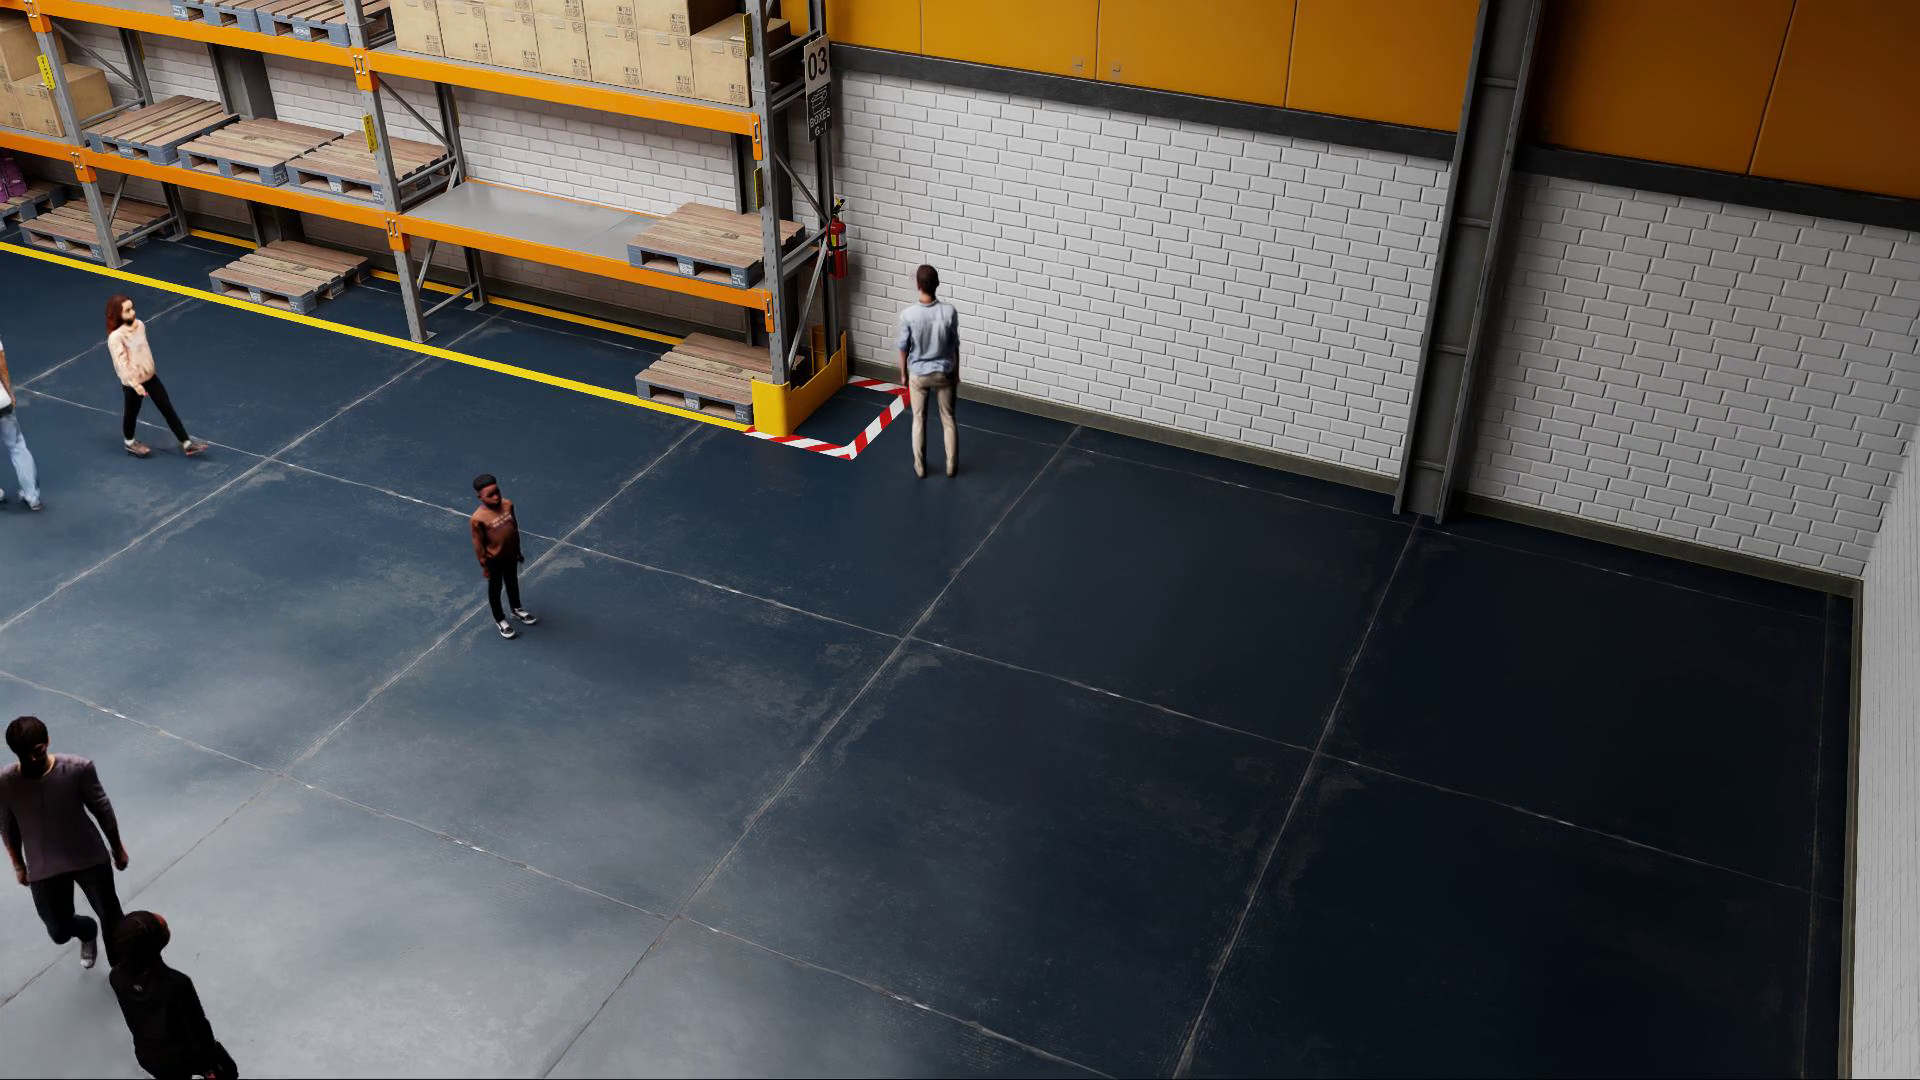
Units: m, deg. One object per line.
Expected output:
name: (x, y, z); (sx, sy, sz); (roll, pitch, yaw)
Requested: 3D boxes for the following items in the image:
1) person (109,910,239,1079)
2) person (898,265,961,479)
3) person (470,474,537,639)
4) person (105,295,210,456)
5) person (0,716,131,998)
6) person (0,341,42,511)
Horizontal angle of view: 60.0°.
person: (-3.730, 2.456, 7.808); (0.593, 1.661, 0.728); (5, 34, 7)
person: (-0.236, -1.326, 13.330); (0.688, 1.847, 0.807); (-1, 34, -2)
person: (-3.254, 0.084, 11.744); (0.541, 1.255, 0.561); (23, 40, 30)
person: (-6.808, -1.315, 13.679); (1.012, 1.443, 0.659); (9, 35, 14)
person: (-4.756, 1.645, 8.866); (0.886, 1.842, 0.943); (-13, 36, -18)
person: (-7.516, -1.023, 12.880); (0.946, 1.841, 0.789); (22, 40, 30)
